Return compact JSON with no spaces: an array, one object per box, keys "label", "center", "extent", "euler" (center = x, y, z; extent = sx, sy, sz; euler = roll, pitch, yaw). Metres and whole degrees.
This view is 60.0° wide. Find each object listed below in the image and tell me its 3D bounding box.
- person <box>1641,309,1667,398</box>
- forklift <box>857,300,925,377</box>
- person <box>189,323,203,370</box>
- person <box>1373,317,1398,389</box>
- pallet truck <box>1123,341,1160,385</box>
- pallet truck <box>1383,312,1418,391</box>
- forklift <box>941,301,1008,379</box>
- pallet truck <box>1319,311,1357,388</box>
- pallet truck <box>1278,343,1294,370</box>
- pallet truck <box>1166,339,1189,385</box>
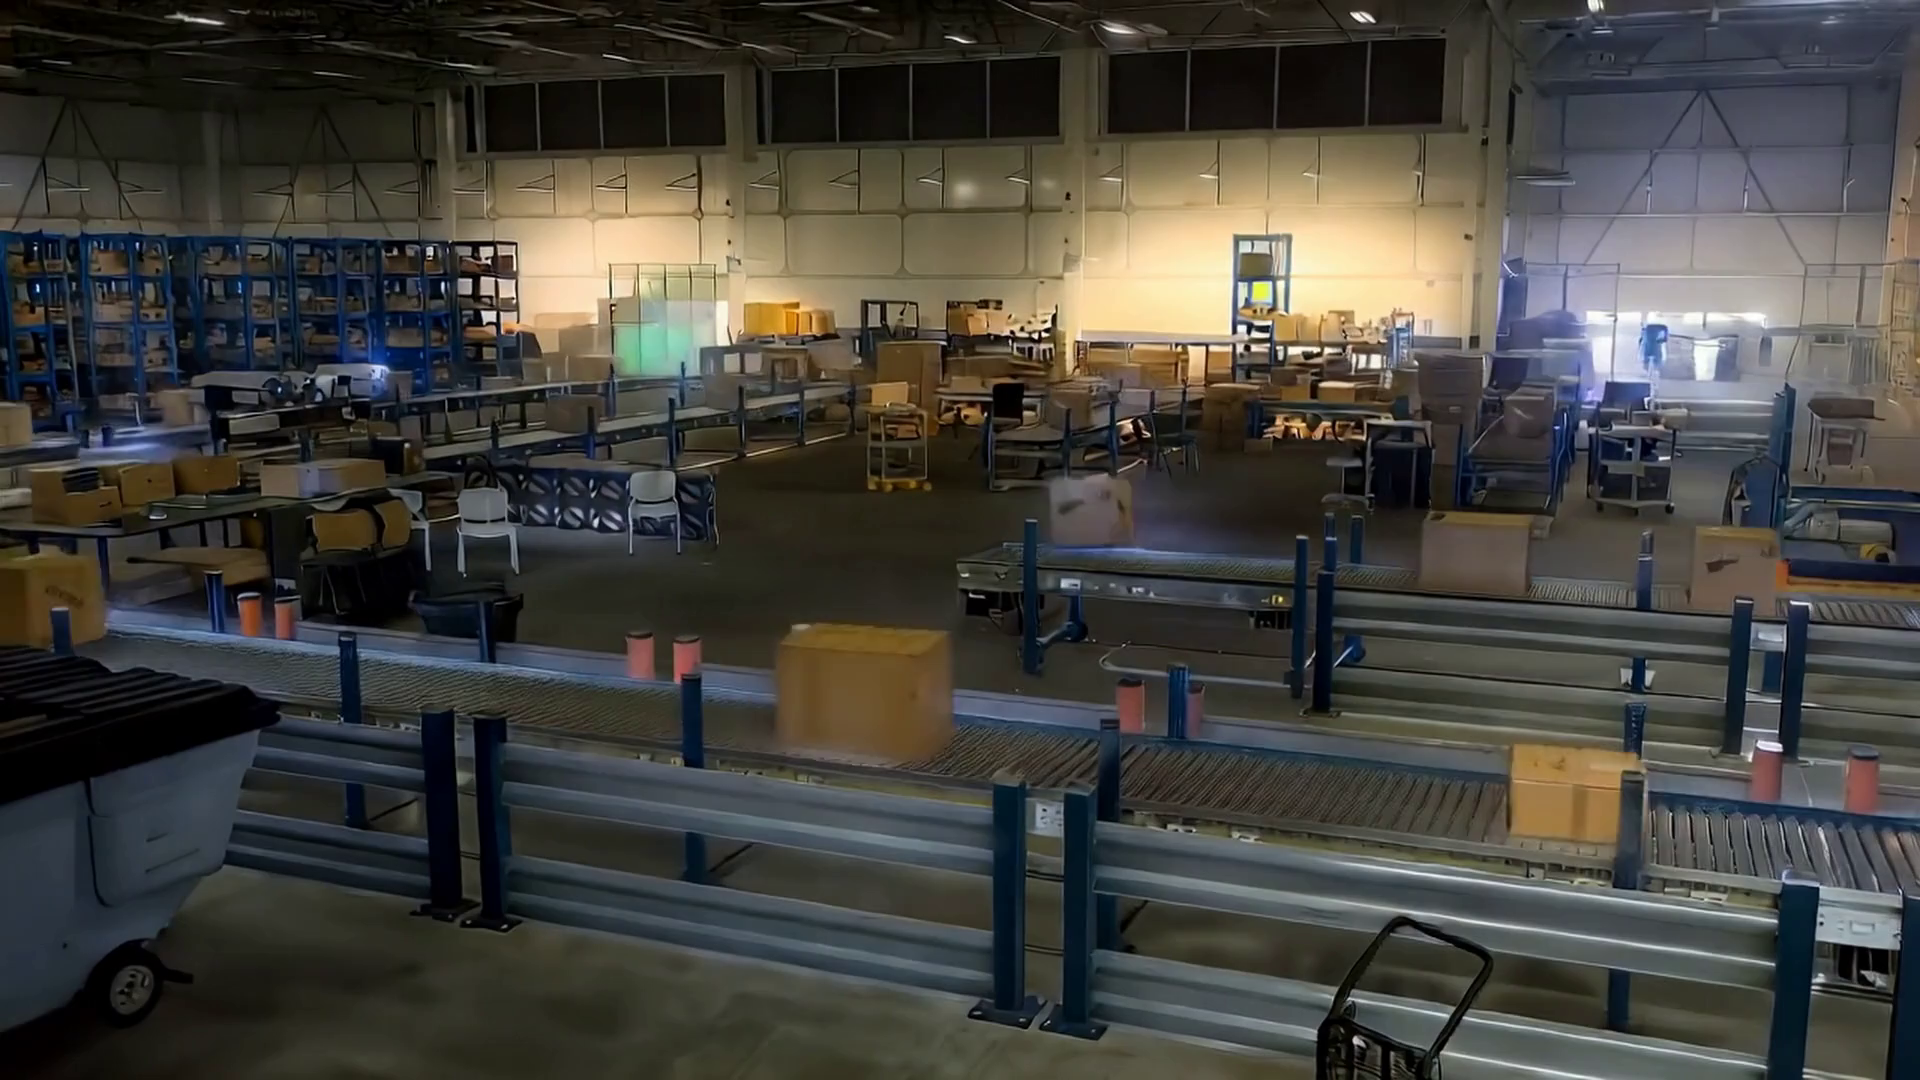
[{"label":"person","center":[15.969,-4.291,38.273],"extent":[0.378,2.045,0.605],"euler":[-8,12,-39]},{"label":"forklift","center":[-1.732,-5.109,42.468],"extent":[1.157,1.987,2.680],"euler":[4,10,22]},{"label":"person","center":[-17.944,-4.308,39.001],"extent":[0.570,1.837,0.381],"euler":[-4,10,-21]},{"label":"person","center":[9.314,-3.941,36.576],"extent":[0.409,1.909,0.640],"euler":[-5,11,-29]},{"label":"pallet truck","center":[4.445,-4.380,41.279],"extent":[0.680,1.201,1.601],"euler":[4,10,22]},{"label":"pallet truck","center":[10.207,-4.283,38.369],"extent":[0.823,1.965,1.885],"euler":[3,10,20]},{"label":"forklift","center":[0.365,-4.966,41.571],"extent":[1.157,1.987,2.680],"euler":[3,10,20]},{"label":"pallet truck","center":[9.071,-4.419,39.190],"extent":[0.823,1.965,1.885],"euler":[5,10,26]},{"label":"pallet truck","center":[7.886,-4.163,39.743],"extent":[0.653,1.274,1.630],"euler":[4,10,22]},{"label":"pallet truck","center":[5.418,-4.269,40.420],"extent":[0.704,1.261,1.522],"euler":[3,10,20]}]
